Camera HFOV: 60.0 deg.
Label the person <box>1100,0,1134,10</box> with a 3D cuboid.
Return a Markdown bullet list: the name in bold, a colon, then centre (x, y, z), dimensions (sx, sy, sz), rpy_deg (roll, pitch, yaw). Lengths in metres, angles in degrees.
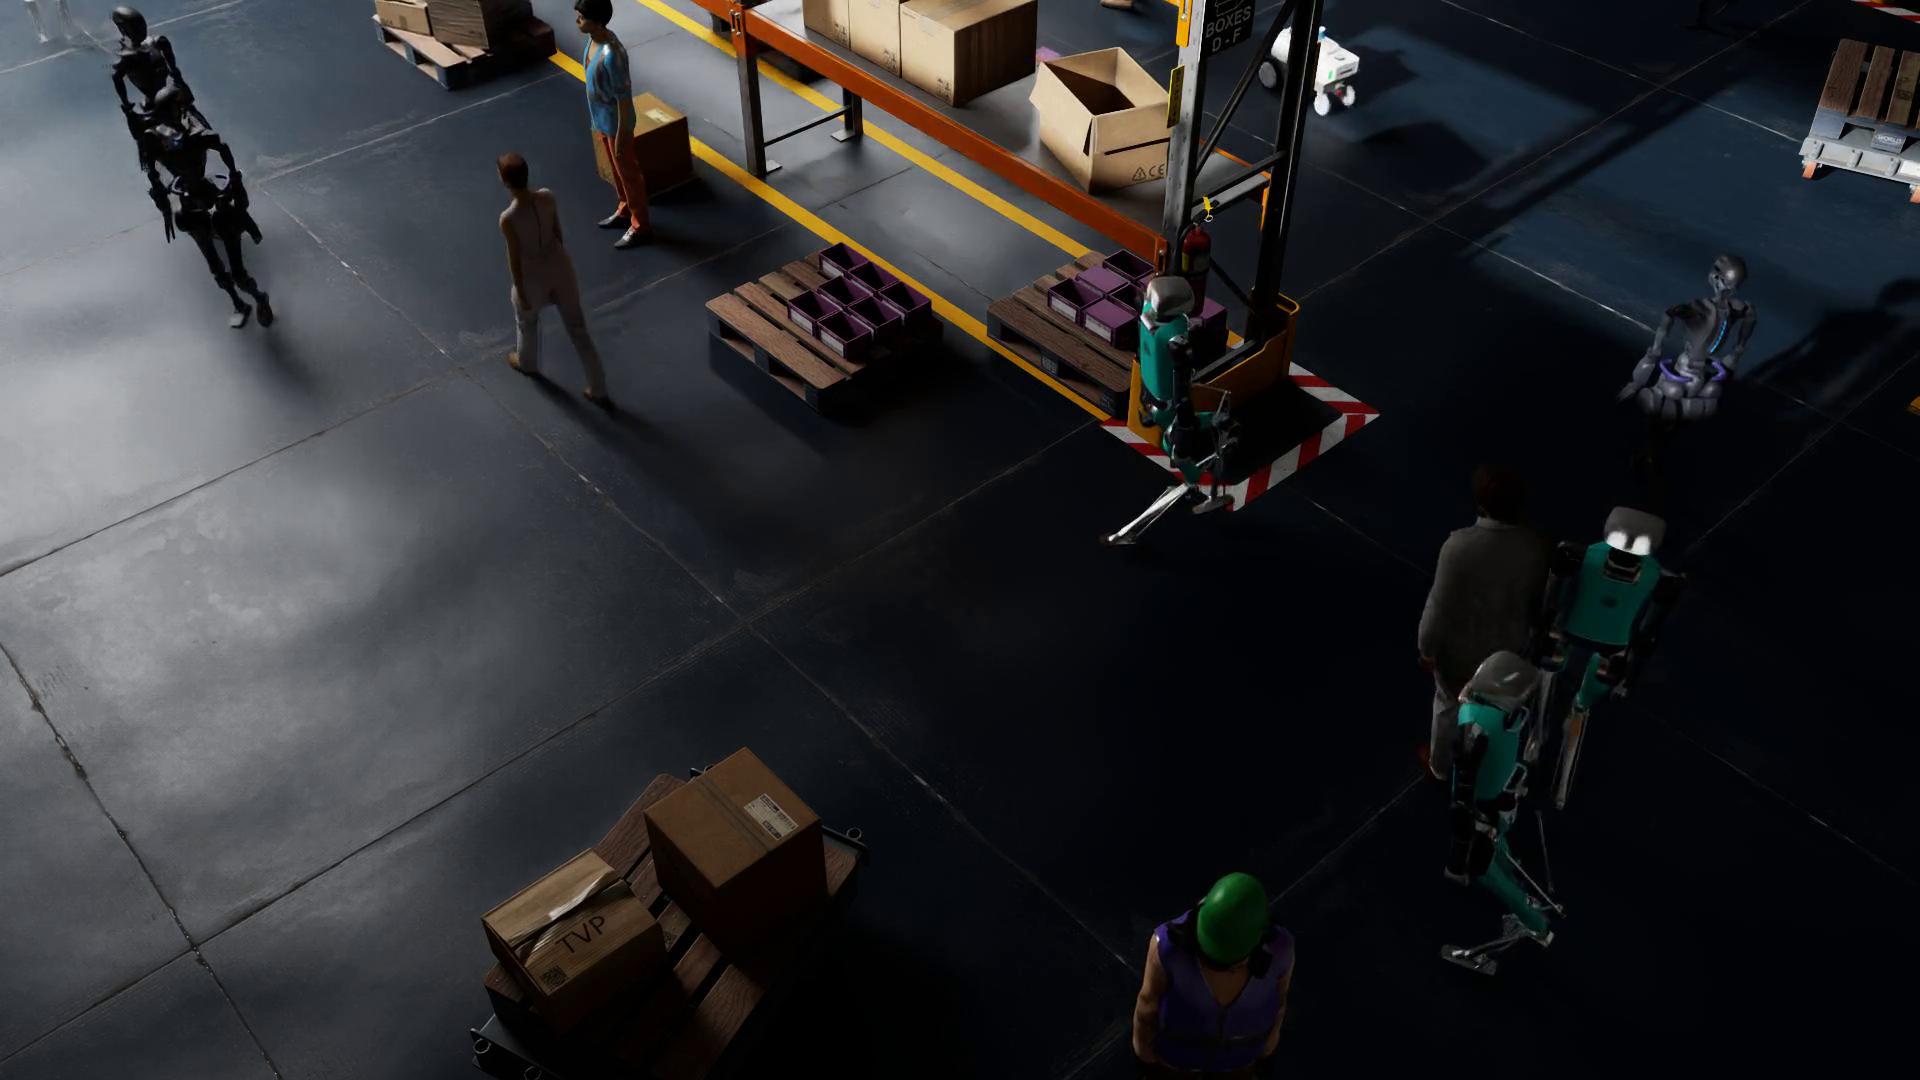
- **person**: centre (1.398, -5.310, 13.706), dimensions (0.333, 1.844, 0.515), rpy_deg (14, 44, 15)

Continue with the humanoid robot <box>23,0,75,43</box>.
- **humanoid robot**: centre (-7.495, -4.776, 13.228), dimensions (0.539, 1.821, 0.700), rpy_deg (-33, 52, -31)

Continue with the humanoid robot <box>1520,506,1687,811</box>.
- **humanoid robot**: centre (2.825, 0.455, 7.527), dimensions (0.540, 1.789, 0.834), rpy_deg (15, 45, 16)

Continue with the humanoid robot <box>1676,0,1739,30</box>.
- **humanoid robot**: centre (6.252, -4.913, 13.405), dimensions (0.478, 1.645, 0.599), rpy_deg (8, 43, 9)

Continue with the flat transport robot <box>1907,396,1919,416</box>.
- **flat transport robot**: centre (6.467, -0.989, 10.171), dimensions (1.431, 0.231, 0.659), rpy_deg (-31, 51, -29)

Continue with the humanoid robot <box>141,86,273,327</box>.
- **humanoid robot**: centre (-4.643, -2.032, 10.262), dimensions (0.601, 1.645, 0.335), rpy_deg (0, 43, 0)

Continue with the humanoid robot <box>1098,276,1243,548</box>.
- **humanoid robot**: centre (1.257, -0.660, 8.758), dimensions (1.039, 1.750, 0.545), rpy_deg (-14, 44, -15)

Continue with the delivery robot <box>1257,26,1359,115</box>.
- **delivery robot**: centre (2.733, -3.699, 12.897), dimensions (0.499, 0.581, 0.768), rpy_deg (-24, 48, -24)

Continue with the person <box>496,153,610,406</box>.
- **person**: centre (-2.446, -1.551, 9.782), dimensions (0.864, 1.615, 0.453), rpy_deg (34, 52, 31)

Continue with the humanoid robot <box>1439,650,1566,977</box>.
- **humanoid robot**: centre (2.241, 1.269, 6.710), dimensions (0.769, 1.890, 0.537), rpy_deg (25, 48, 25)

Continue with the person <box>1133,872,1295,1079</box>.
- **person**: centre (0.876, 1.775, 5.938), dimensions (0.533, 1.929, 0.421), rpy_deg (-2, 43, -2)

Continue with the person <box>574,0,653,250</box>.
- **person**: centre (-2.305, -2.770, 11.000), dimensions (0.322, 1.768, 0.496), rpy_deg (-19, 46, -19)

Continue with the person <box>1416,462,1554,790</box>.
- **person**: centre (2.310, 0.426, 7.498), dimensions (0.541, 1.805, 0.422), rpy_deg (-3, 43, -4)

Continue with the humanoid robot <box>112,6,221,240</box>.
- **humanoid robot**: centre (-5.383, -2.796, 11.121), dimensions (0.677, 1.638, 0.616), rpy_deg (13, 44, 14)

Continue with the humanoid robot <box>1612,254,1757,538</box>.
- **humanoid robot**: centre (3.880, -0.836, 9.000), dimensions (0.598, 1.630, 0.786), rpy_deg (-4, 43, -4)
